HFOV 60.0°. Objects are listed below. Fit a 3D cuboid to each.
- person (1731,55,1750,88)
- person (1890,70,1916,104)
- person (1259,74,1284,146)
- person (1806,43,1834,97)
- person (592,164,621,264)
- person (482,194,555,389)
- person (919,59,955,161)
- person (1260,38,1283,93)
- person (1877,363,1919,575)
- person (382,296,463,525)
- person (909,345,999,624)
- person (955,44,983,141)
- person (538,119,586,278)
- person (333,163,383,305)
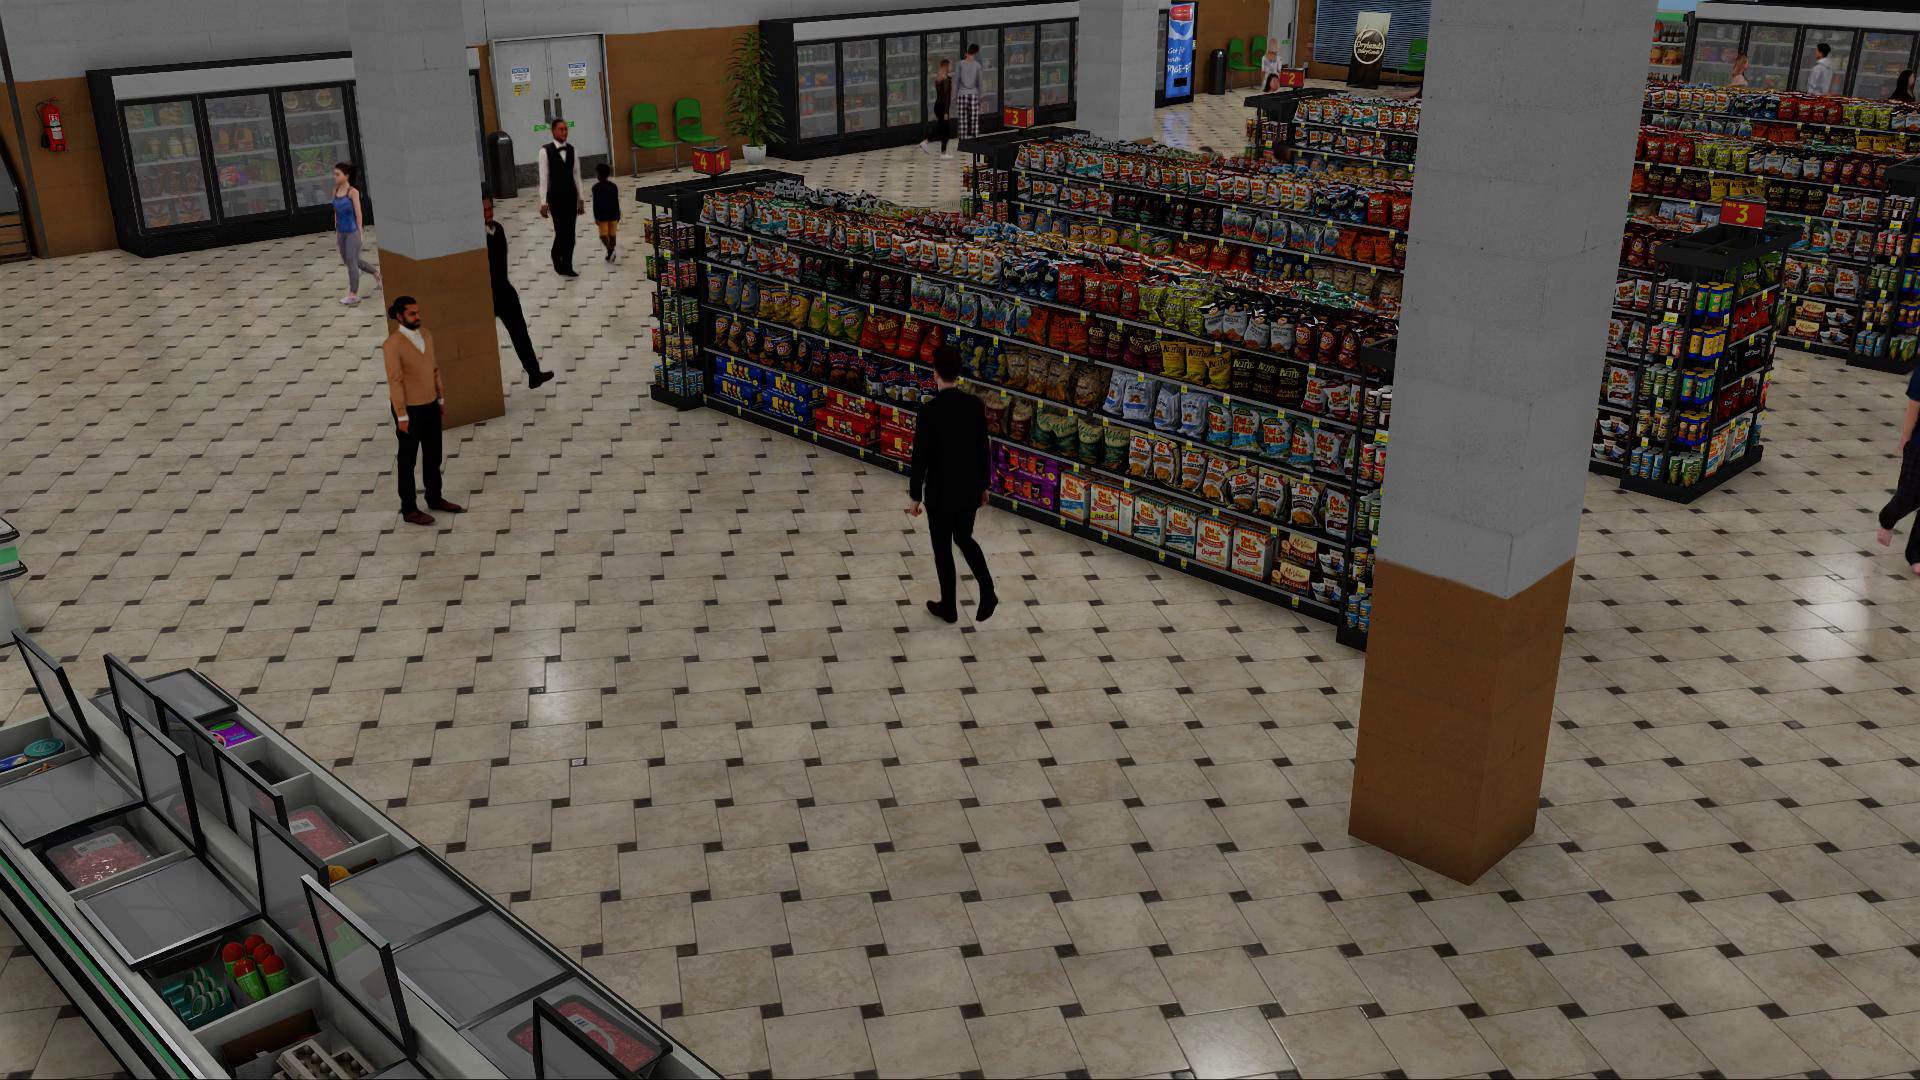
[{"bbox_3d":[13.026,-7.262,28.157,1.022,1.814,0.867,5,23,13],"label":"person"},{"bbox_3d":[14.989,-6.671,26.803,1.115,1.728,0.831,12,25,28],"label":"person"},{"bbox_3d":[5.011,-6.744,27.064,0.791,1.668,0.817,-10,24,-24],"label":"person"},{"bbox_3d":[15.068,-7.690,29.087,0.723,1.917,0.901,-18,28,-38],"label":"person"},{"bbox_3d":[-4.452,-4.118,21.077,0.584,1.259,0.713,-14,26,-31],"label":"person"},{"bbox_3d":[-4.534,-2.327,15.832,1.312,1.847,0.915,12,25,27],"label":"person"},{"bbox_3d":[-0.387,-7.390,28.651,0.875,1.685,0.877,-7,23,-17],"label":"person"},{"bbox_3d":[5.946,-8.702,31.828,0.526,1.750,0.676,12,25,28],"label":"person"},{"bbox_3d":[6.890,-0.701,11.771,0.903,1.858,0.938,5,22,13],"label":"person"},{"bbox_3d":[-4.143,-1.004,12.669,0.698,1.751,0.723,9,24,22],"label":"person"},{"bbox_3d":[-0.005,-0.297,10.746,0.819,1.872,0.991,-14,26,-31],"label":"person"},{"bbox_3d":[0.143,-7.973,29.905,0.767,1.831,0.825,-5,22,-13],"label":"person"},{"bbox_3d":[-4.921,-4.178,20.361,0.721,1.905,0.709,-18,28,-38],"label":"person"},{"bbox_3d":[-6.990,-3.550,19.210,0.874,1.598,0.690,16,27,34],"label":"person"}]
